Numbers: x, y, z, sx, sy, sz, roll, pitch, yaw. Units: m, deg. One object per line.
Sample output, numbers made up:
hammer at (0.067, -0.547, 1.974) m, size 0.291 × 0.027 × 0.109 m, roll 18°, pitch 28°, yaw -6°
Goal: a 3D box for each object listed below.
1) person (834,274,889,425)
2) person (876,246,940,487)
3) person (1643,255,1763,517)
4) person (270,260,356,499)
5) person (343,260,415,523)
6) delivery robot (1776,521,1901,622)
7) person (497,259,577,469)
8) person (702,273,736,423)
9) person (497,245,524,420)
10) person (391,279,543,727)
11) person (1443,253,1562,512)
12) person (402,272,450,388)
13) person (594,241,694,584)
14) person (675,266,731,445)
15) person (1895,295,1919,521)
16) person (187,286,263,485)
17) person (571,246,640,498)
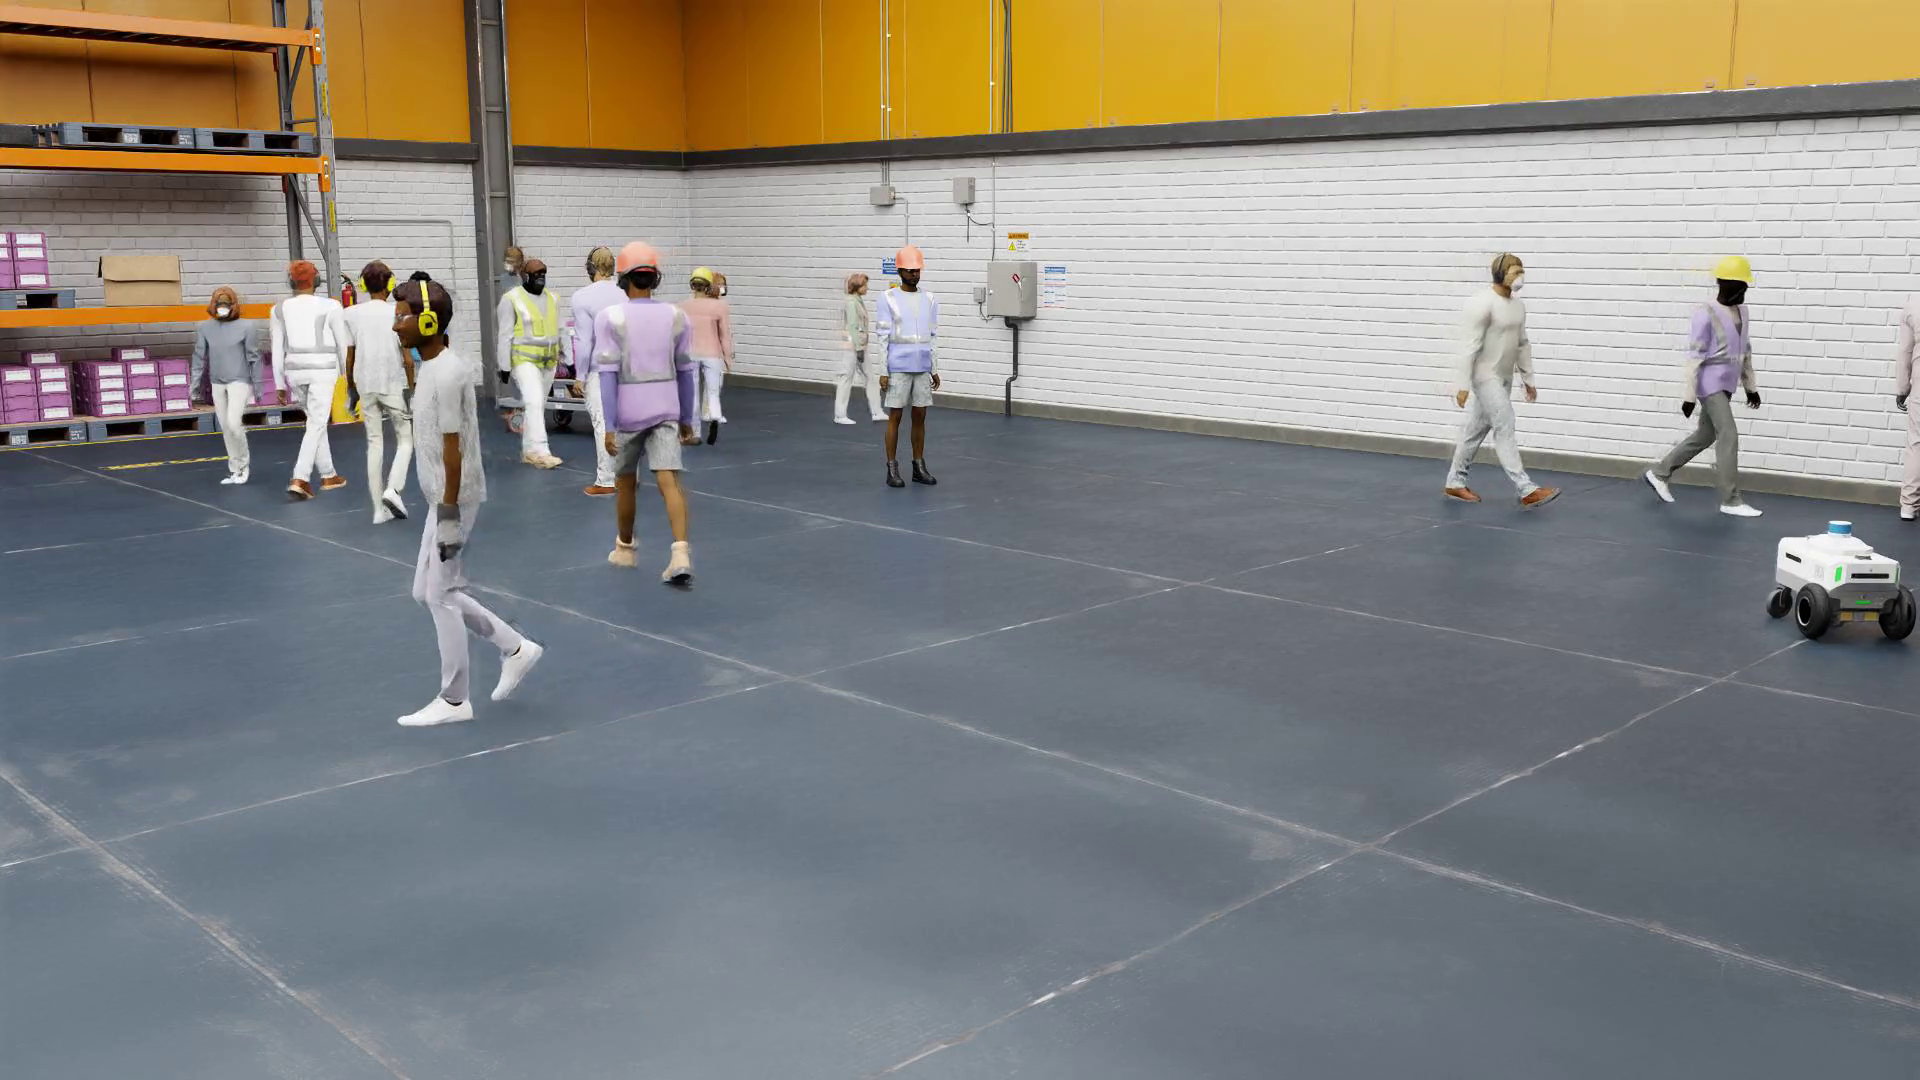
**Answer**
person at (-1.019, -2.025, 17.759) m, size 0.754 × 1.608 × 0.541 m, roll 2°, pitch 11°, yaw 9°
person at (-0.404, -1.396, 13.438) m, size 0.552 × 1.937 × 0.356 m, roll -6°, pitch 12°, yaw -29°
person at (5.493, -1.145, 12.228) m, size 0.638 × 1.887 × 0.932 m, roll -8°, pitch 13°, yaw -39°
person at (-5.063, -1.248, 12.929) m, size 0.581 × 1.843 × 0.970 m, roll 2°, pitch 11°, yaw 8°
person at (-4.074, -1.029, 11.684) m, size 0.524 × 1.857 × 0.425 m, roll -1°, pitch 10°, yaw -3°
delivery robot at (4.508, 0.144, 8.555) m, size 0.477 × 0.478 × 0.707 m, roll 1°, pitch 10°, yaw 3°
person at (-3.631, -1.530, 14.504) m, size 0.827 × 1.809 × 0.641 m, roll 7°, pitch 13°, yaw 34°
person at (-2.617, -2.065, 17.960) m, size 0.592 × 1.609 × 0.524 m, roll 6°, pitch 12°, yaw 29°
person at (-4.818, -2.277, 18.304) m, size 0.508 × 1.913 × 0.661 m, roll -10°, pitch 14°, yaw -44°
person at (-2.073, -0.144, 6.863) m, size 0.512 × 1.854 × 0.514 m, roll -5°, pitch 11°, yaw -24°
person at (4.039, -1.162, 12.300) m, size 0.656 × 1.879 × 1.045 m, roll -10°, pitch 14°, yaw -44°
person at (-5.331, -1.817, 16.479) m, size 0.533 × 1.657 × 0.884 m, roll -2°, pitch 11°, yaw -11°
person at (-1.824, -0.747, 9.774) m, size 0.621 × 1.996 × 1.058 m, roll -6°, pitch 12°, yaw -31°
person at (-2.464, -1.738, 15.858) m, size 0.556 × 1.737 × 0.671 m, roll -1°, pitch 10°, yaw -5°
person at (6.932, -1.058, 11.676) m, size 0.653 × 1.907 × 0.408 m, roll 10°, pitch 14°, yaw 42°
person at (-5.933, -1.238, 13.448) m, size 0.532 × 1.617 × 0.470 m, roll 1°, pitch 10°, yaw 8°
person at (-2.731, -1.291, 12.860) m, size 0.376 × 1.940 × 0.629 m, roll 8°, pitch 13°, yaw 38°
